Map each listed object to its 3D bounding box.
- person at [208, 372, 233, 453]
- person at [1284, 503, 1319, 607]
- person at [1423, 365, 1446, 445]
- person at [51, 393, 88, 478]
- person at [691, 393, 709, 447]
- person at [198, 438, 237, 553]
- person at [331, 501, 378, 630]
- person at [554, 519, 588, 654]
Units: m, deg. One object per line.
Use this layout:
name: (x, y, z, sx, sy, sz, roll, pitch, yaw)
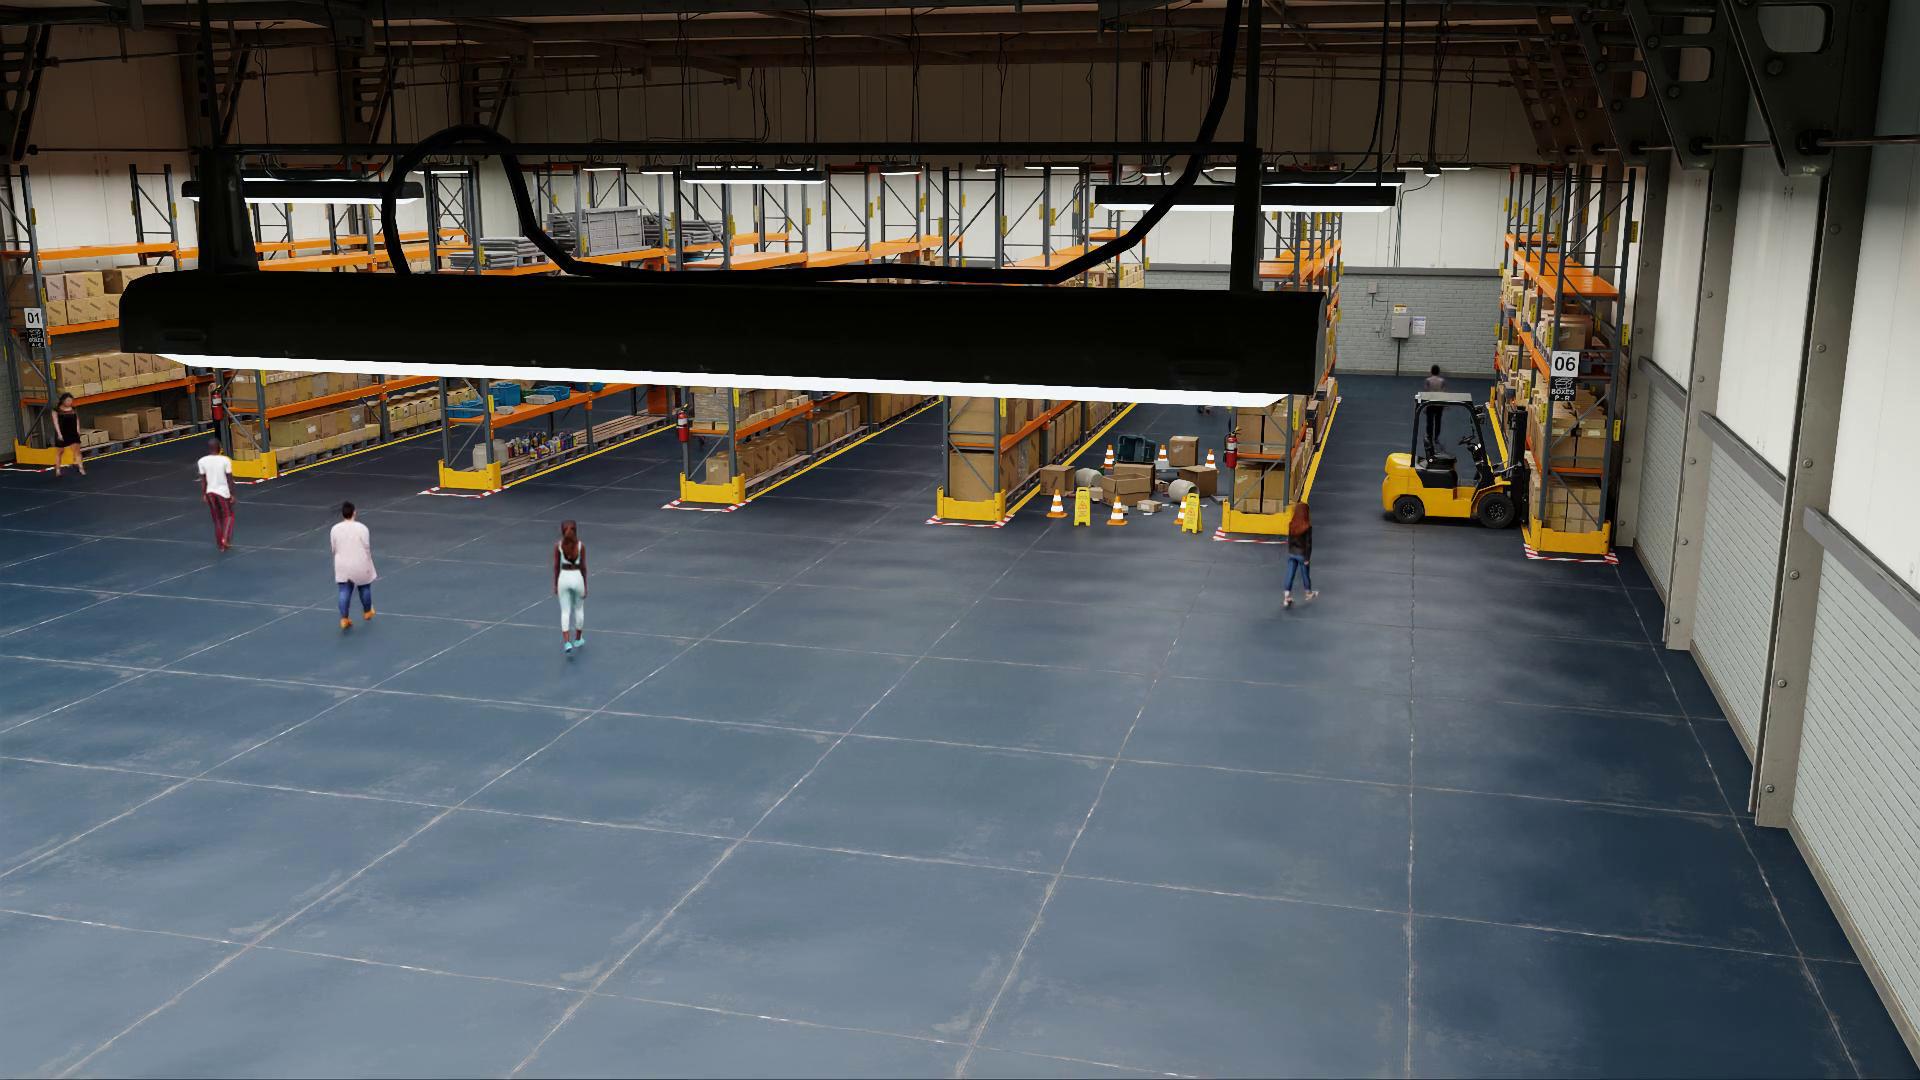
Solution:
person: (-15.726, -2.745, 35.368, 0.682, 1.771, 0.667, -2, 13, -8)
person: (4.701, 0.226, 23.269, 0.828, 1.443, 1.038, 11, 17, 39)
person: (10.336, -2.919, 36.210, 0.681, 1.732, 0.924, 3, 13, 11)
person: (-17.514, -2.018, 32.481, 0.990, 1.658, 0.961, -12, 18, -42)
person: (-5.585, -2.935, 35.992, 0.711, 1.860, 0.812, 2, 13, 9)
person: (-11.778, -0.687, 26.363, 0.798, 1.824, 0.854, -2, 13, -7)
person: (-8.120, 0.360, 22.110, 0.882, 1.703, 1.165, 0, 13, 0)
person: (-4.939, 0.607, 21.035, 0.807, 1.707, 1.055, -2, 13, -7)
